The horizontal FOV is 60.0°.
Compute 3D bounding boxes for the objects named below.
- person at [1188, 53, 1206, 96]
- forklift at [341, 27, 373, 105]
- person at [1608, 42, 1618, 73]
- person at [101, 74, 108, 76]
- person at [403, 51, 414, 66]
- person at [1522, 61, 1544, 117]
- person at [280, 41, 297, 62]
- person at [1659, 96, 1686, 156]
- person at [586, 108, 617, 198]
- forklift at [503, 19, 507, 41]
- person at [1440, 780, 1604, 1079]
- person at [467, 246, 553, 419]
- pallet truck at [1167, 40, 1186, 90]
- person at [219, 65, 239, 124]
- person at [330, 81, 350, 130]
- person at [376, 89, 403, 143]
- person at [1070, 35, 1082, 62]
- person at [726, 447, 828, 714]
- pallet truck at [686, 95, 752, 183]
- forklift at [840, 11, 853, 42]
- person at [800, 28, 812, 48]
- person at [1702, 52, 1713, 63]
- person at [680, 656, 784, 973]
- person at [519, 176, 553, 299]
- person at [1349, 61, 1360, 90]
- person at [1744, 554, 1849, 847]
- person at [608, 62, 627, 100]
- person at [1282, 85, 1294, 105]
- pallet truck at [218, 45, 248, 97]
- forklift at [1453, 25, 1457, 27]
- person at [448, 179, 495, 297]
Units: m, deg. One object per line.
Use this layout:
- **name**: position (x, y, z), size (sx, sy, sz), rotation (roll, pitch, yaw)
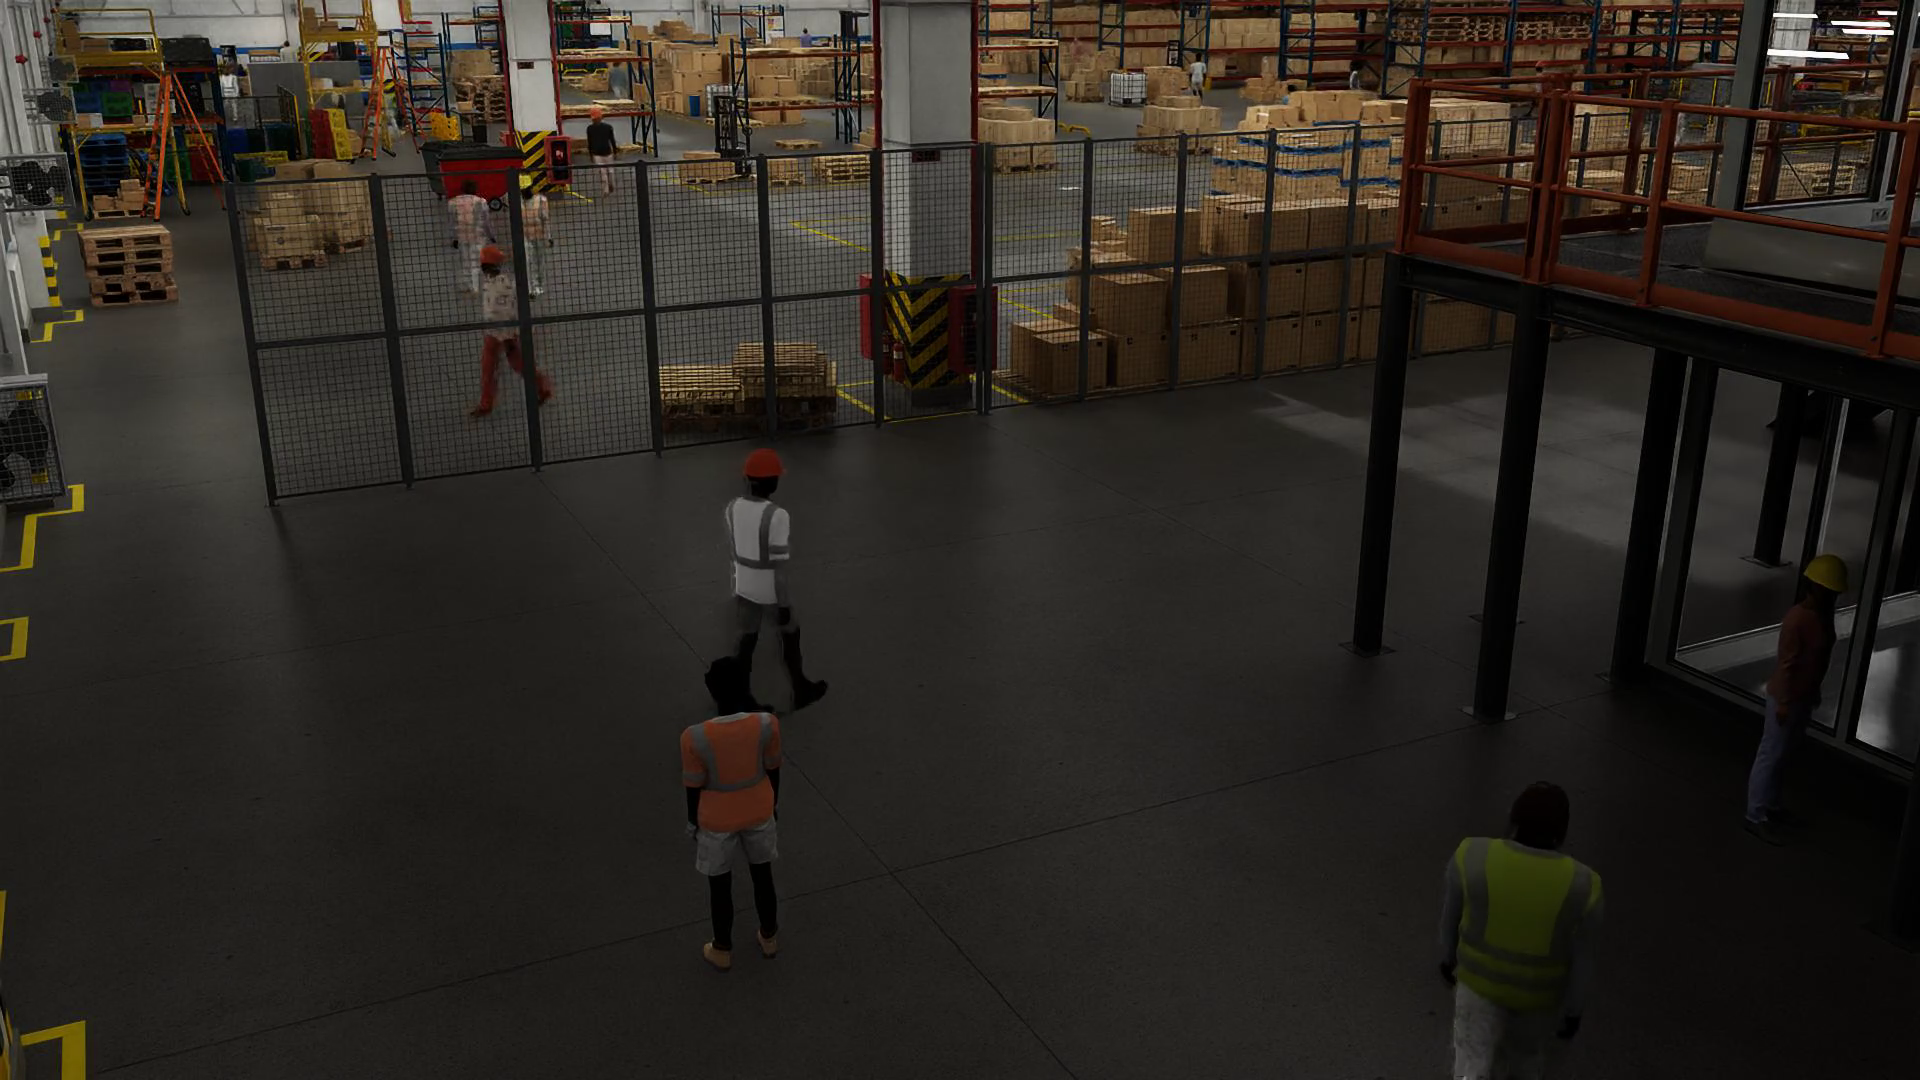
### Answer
- **person**: position (8.668, -16.817, 60.842), size (0.629, 1.939, 0.766), rotation (0, 19, 1)
- **forklift**: position (-22.275, -17.346, 60.954), size (1.873, 2.768, 1.129), rotation (-9, 21, -25)
- **person**: position (30.545, -22.698, 78.020), size (0.852, 1.866, 0.656), rotation (-3, 19, -8)
- **person**: position (-28.864, -15.092, 56.313), size (0.524, 1.620, 0.550), rotation (-14, 23, -35)
- **person**: position (-25.368, -22.319, 76.885), size (0.616, 1.866, 0.991), rotation (14, 24, 36)
- **person**: position (19.685, -15.286, 56.494), size (0.985, 1.893, 0.551), rotation (0, 19, 1)
- **person**: position (-28.533, -20.239, 70.762), size (0.632, 1.940, 0.372), rotation (-9, 21, -25)
- **person**: position (17.425, -9.909, 40.827), size (0.646, 1.927, 0.508), rotation (-2, 19, -6)
- **person**: position (-7.961, -8.614, 37.034), size (0.620, 1.961, 0.546), rotation (0, 19, 1)
- **forklift**: position (-18.874, -20.618, 70.437), size (1.129, 2.768, 1.873), rotation (14, 23, 34)
- **person**: position (2.296, 1.852, 6.921), size (0.626, 1.813, 0.833), rotation (7, 20, 19)
- **person**: position (-5.199, -2.398, 19.024), size (1.007, 1.957, 0.620), rotation (-17, 25, -40)
- **pallet truck**: position (9.045, -19.971, 69.895), size (0.823, 1.965, 1.885), rotation (-3, 19, -8)
- **person**: position (-23.867, -14.539, 54.345), size (0.585, 1.872, 0.467), rotation (-3, 19, -9)
- **person**: position (-17.972, -12.333, 48.064), size (0.980, 1.787, 0.528), rotation (11, 22, 29)
- **person**: position (-16.685, -12.390, 48.411), size (0.962, 1.669, 0.543), rotation (12, 23, 32)
- **person**: position (5.423, -22.544, 77.514), size (0.590, 1.890, 0.659), rotation (-18, 26, -42)
- **person**: position (-1.251, 0.285, 11.308), size (0.577, 1.904, 0.859), rotation (14, 23, 34)
- **pallet truck**: position (-5.836, -9.608, 39.856), size (0.823, 1.965, 1.885), rotation (10, 22, 27)
- **forklift**: position (-5.678, -25.051, 83.287), size (1.873, 2.768, 1.129), rotation (-9, 21, -25)
- **person**: position (-7.864, -25.138, 84.961), size (0.632, 1.940, 0.372), rotation (-9, 21, -25)
- **person**: position (30.241, -18.917, 67.348), size (0.613, 1.640, 0.835), rotation (-14, 23, -35)
- **person**: position (-1.144, 1.390, 8.430), size (0.535, 1.697, 0.318), rotation (-9, 21, -25)
- **person**: position (-6.624, -4.677, 25.748), size (0.601, 1.866, 1.016), rotation (-5, 20, -14)
- **person**: position (13.298, -15.223, 56.280), size (0.435, 1.901, 0.585), rotation (3, 19, 8)
- **person**: position (4.904, 0.913, 9.715), size (0.523, 1.763, 0.329), rotation (-16, 25, -38)
- **person**: position (-11.793, -15.617, 57.458), size (0.626, 1.892, 1.023), rotation (-18, 26, -41)
- **person**: position (9.632, -12.449, 48.619), size (0.529, 1.642, 0.913), rotation (-4, 19, -10)
- **pallet truck**: position (-28.879, -18.665, 66.111), size (0.823, 1.965, 1.885), rotation (-3, 19, -9)
- **forklift**: position (18.717, -18.242, 63.550), size (1.873, 2.768, 1.129), rotation (-9, 21, -25)
- **person**: position (-7.590, -4.737, 26.017), size (0.636, 1.811, 0.709), rotation (2, 19, 6)
